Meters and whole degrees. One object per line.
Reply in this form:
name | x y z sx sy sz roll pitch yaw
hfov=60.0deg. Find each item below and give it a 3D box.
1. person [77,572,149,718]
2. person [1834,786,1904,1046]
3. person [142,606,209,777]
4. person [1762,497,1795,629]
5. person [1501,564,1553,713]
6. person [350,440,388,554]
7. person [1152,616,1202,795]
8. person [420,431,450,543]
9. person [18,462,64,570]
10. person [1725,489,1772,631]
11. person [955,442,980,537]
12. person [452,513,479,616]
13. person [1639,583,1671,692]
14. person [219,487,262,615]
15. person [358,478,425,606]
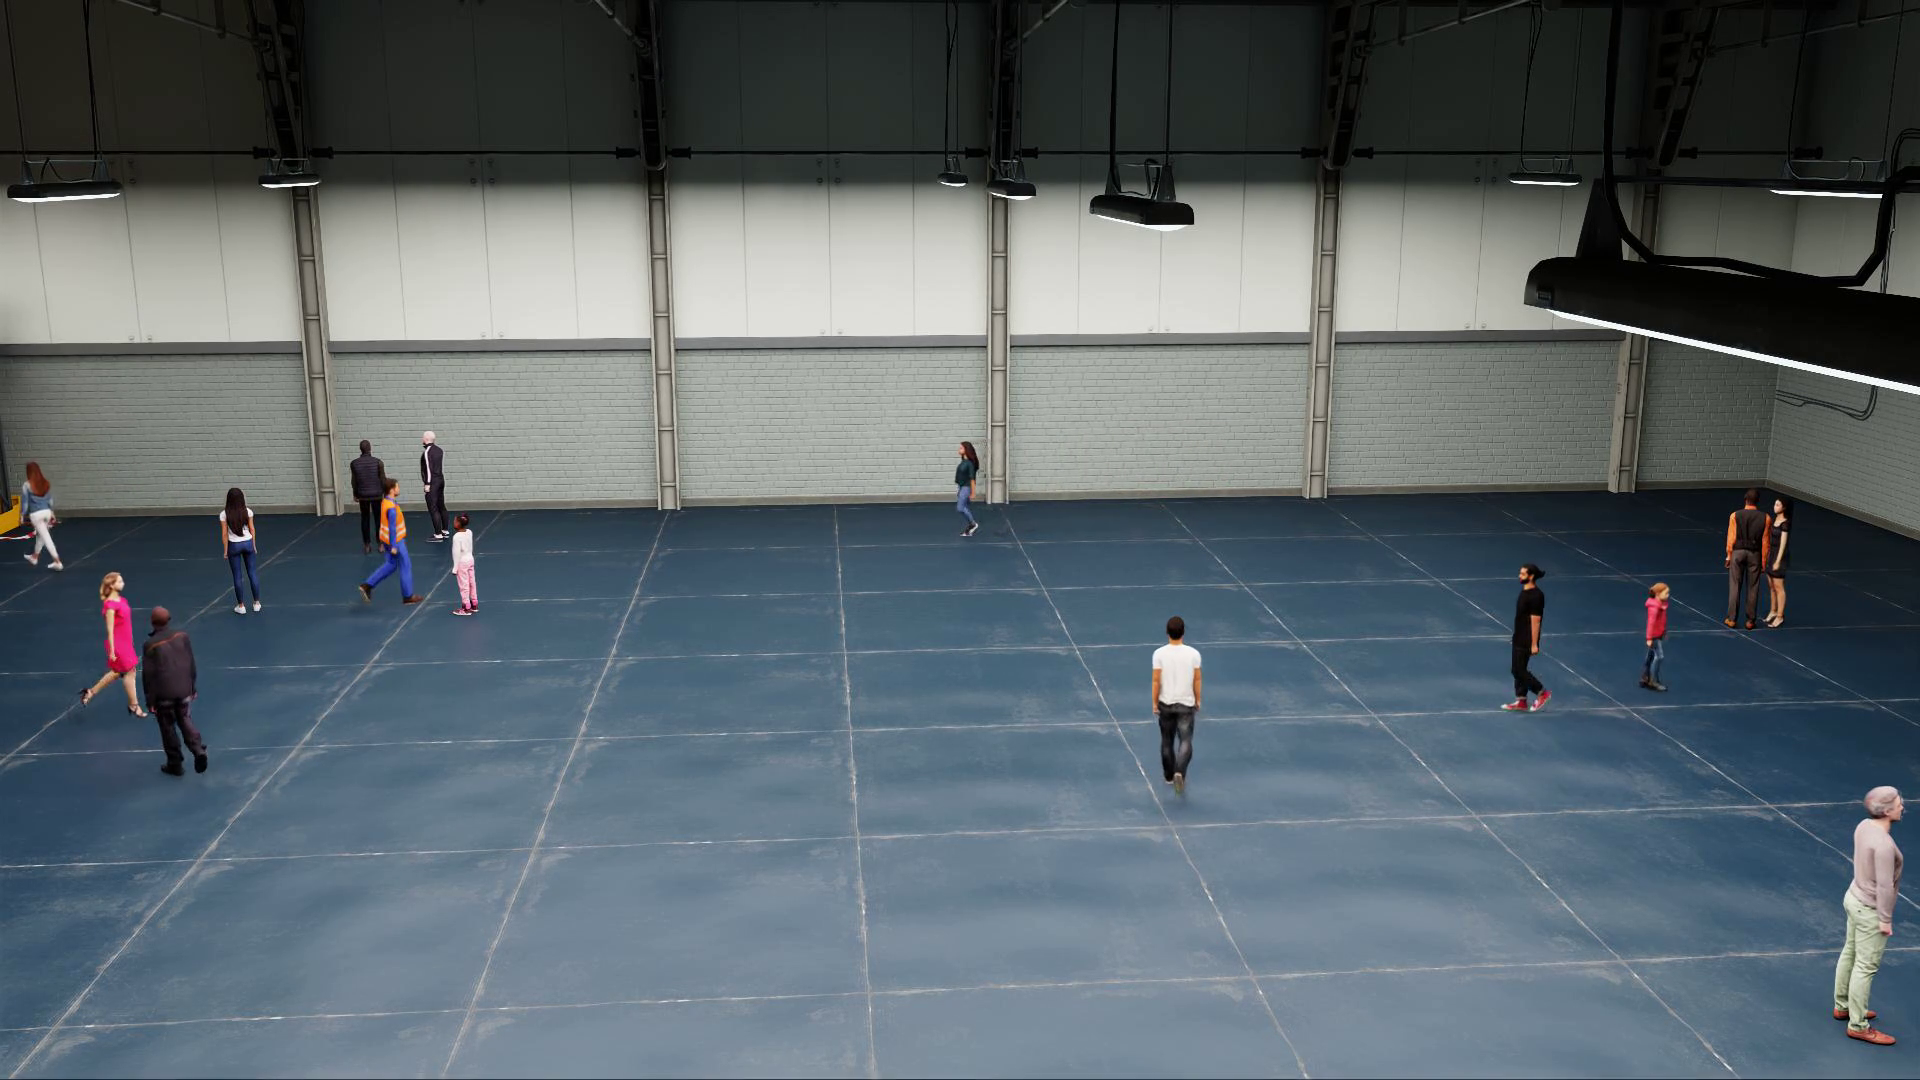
person | -9.587 1.209 18.759 0.959 1.702 0.649 -3 13 -13
person | 6.586 2.673 12.043 0.693 1.881 0.732 2 13 10
person | -8.000 1.564 16.983 1.065 1.812 0.996 10 16 36
person | 11.104 0.288 22.539 0.546 1.790 0.610 1 13 5
person | 6.548 1.131 19.003 0.803 1.744 0.699 1 13 5
person | -9.493 -0.709 26.749 0.494 1.835 0.749 -1 13 -6
person | 2.165 1.665 16.602 1.040 1.787 0.878 2 13 7
person | -8.714 -0.901 27.578 0.649 1.835 0.729 2 13 7
person | -14.053 -0.331 25.520 1.177 1.653 0.941 5 14 20
person | 10.619 0.249 22.449 0.718 1.908 0.845 5 14 22
person | 0.176 -0.851 27.868 0.683 1.605 0.655 -5 14 -20
person | -6.907 0.318 23.187 0.624 1.441 0.620 5 14 19
person | 8.264 1.141 19.924 0.724 1.310 0.665 10 17 37
person | -10.044 0.137 23.227 0.609 1.774 0.725 -9 16 -33
person | -8.074 0.052 23.439 1.228 1.844 1.018 -8 15 -30
